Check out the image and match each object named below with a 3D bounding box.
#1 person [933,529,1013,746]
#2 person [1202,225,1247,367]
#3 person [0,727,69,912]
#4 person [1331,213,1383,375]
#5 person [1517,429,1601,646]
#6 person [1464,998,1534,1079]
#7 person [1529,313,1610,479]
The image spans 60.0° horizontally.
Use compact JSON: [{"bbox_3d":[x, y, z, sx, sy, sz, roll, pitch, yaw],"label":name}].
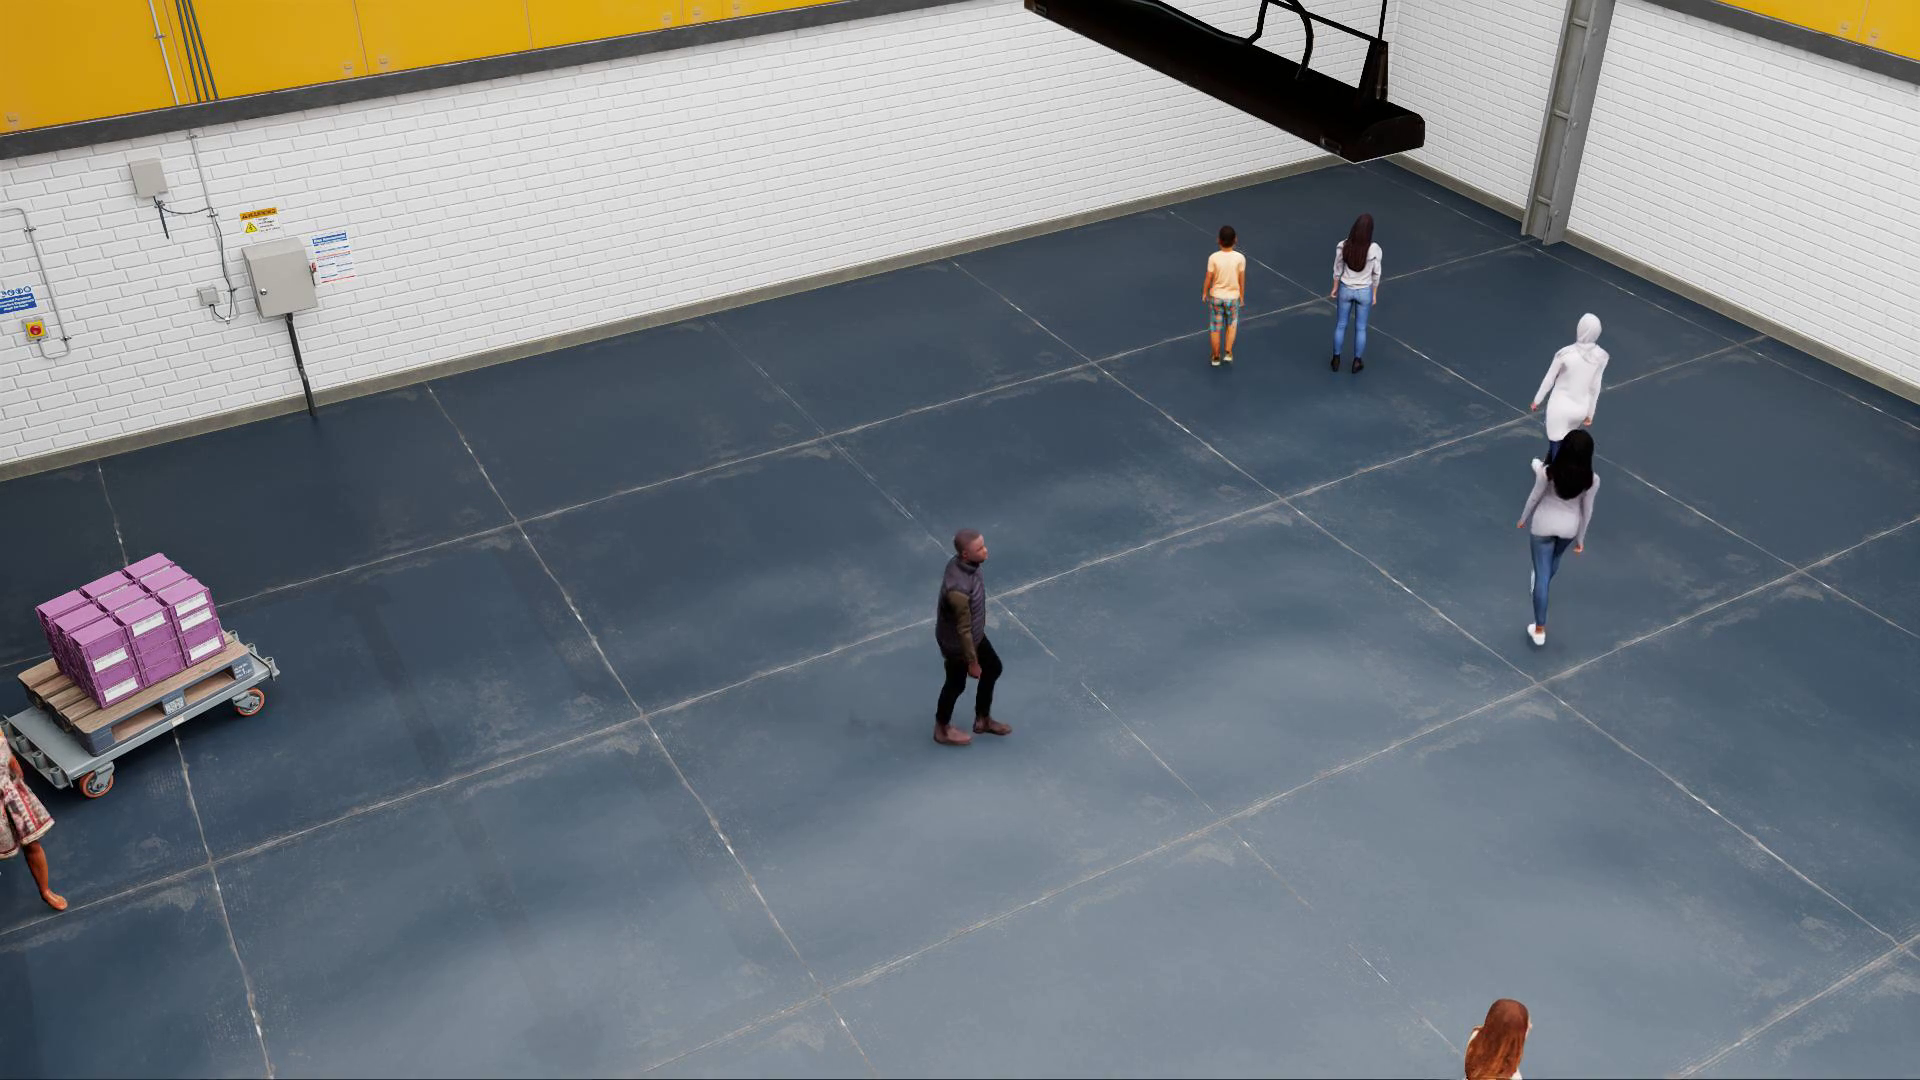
[{"bbox_3d":[-0.060,0.677,11.437,1.001,1.818,0.938,7,34,10],"label":"person"},{"bbox_3d":[2.603,-2.366,16.341,0.648,1.455,0.686,3,34,5],"label":"person"},{"bbox_3d":[-5.972,1.592,10.233,1.033,1.626,0.885,17,37,24],"label":"person"},{"bbox_3d":[3.862,-2.408,16.245,0.656,1.633,0.733,11,35,16],"label":"person"},{"bbox_3d":[4.496,0.006,12.564,1.083,1.687,1.229,4,34,6],"label":"person"},{"bbox_3d":[2.464,2.896,8.205,0.769,1.700,0.667,0,34,0],"label":"person"},{"bbox_3d":[5.154,-1.029,14.077,0.966,1.737,1.223,-2,34,-3],"label":"person"}]
